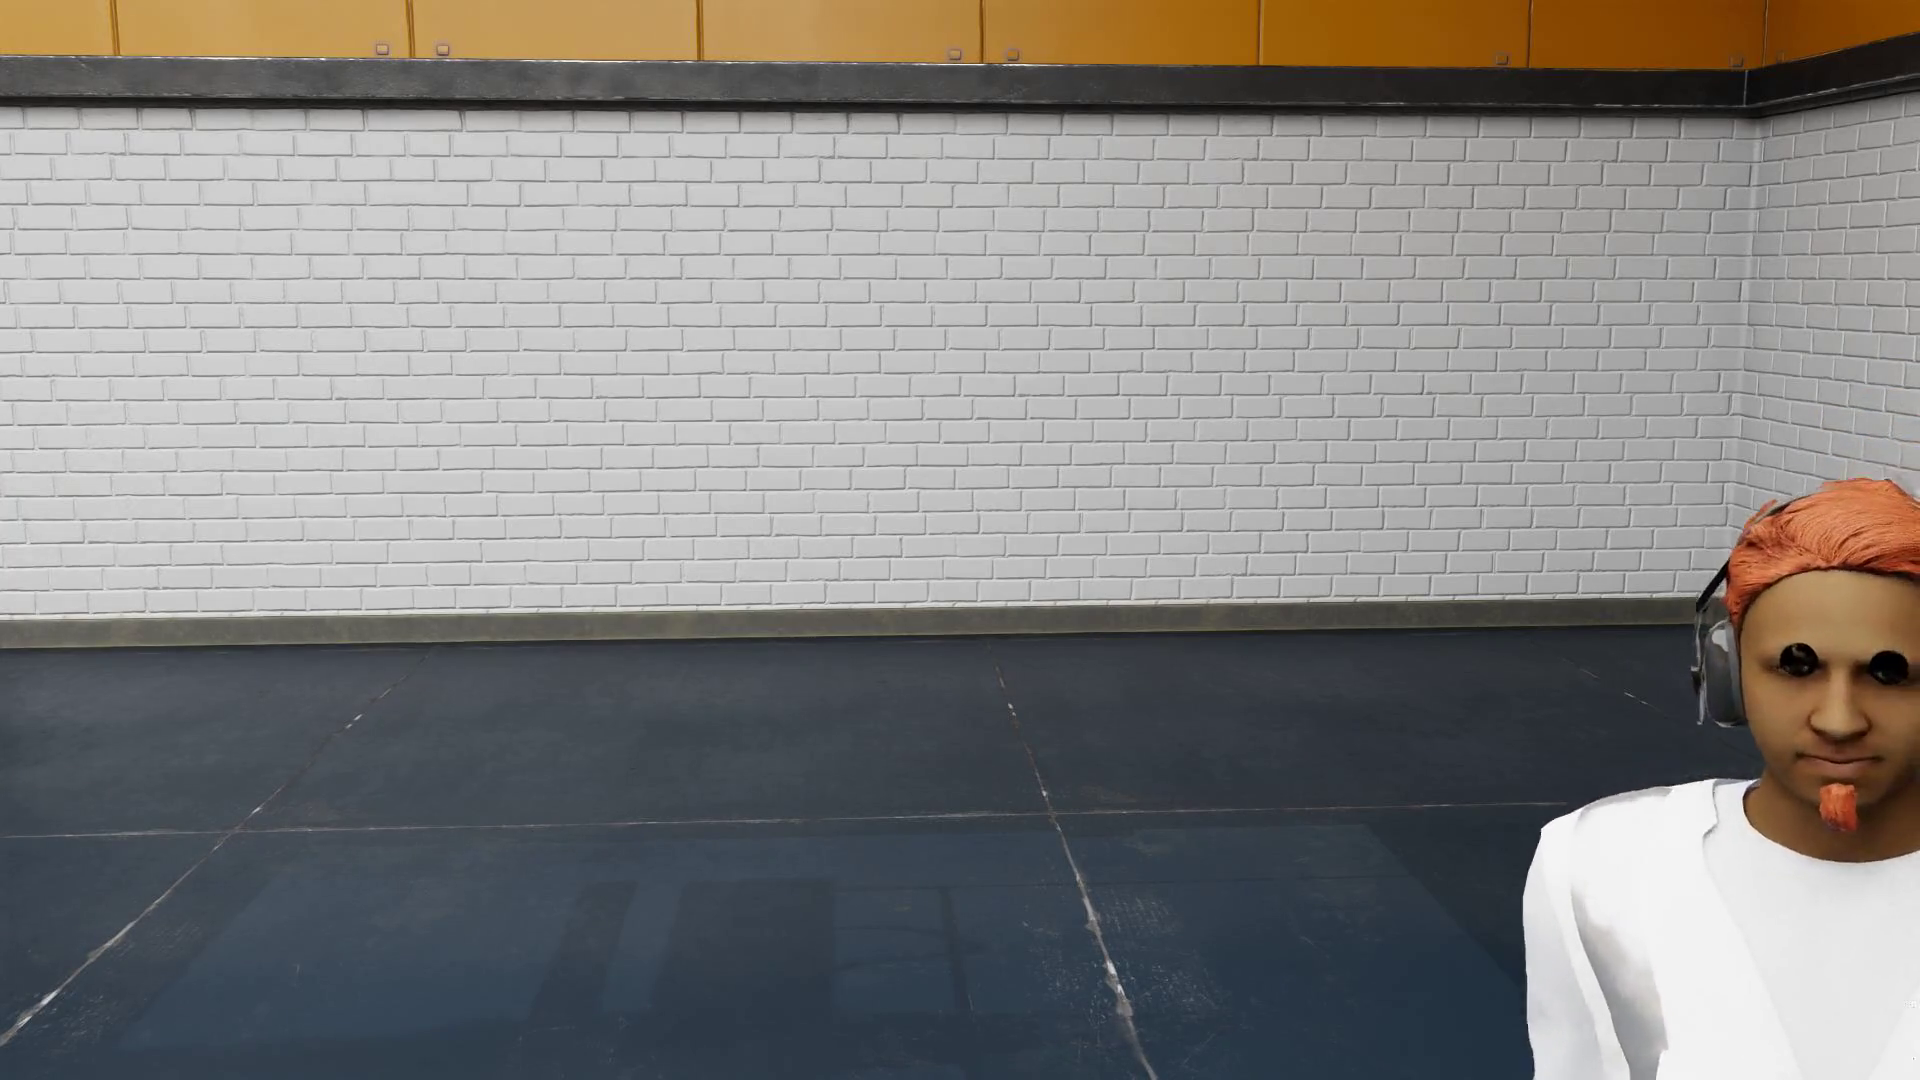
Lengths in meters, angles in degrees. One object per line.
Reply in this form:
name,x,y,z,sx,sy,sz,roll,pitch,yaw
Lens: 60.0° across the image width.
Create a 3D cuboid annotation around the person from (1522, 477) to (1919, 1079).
person,0.831,0.851,1.629,0.573,1.859,0.887,5,10,28
